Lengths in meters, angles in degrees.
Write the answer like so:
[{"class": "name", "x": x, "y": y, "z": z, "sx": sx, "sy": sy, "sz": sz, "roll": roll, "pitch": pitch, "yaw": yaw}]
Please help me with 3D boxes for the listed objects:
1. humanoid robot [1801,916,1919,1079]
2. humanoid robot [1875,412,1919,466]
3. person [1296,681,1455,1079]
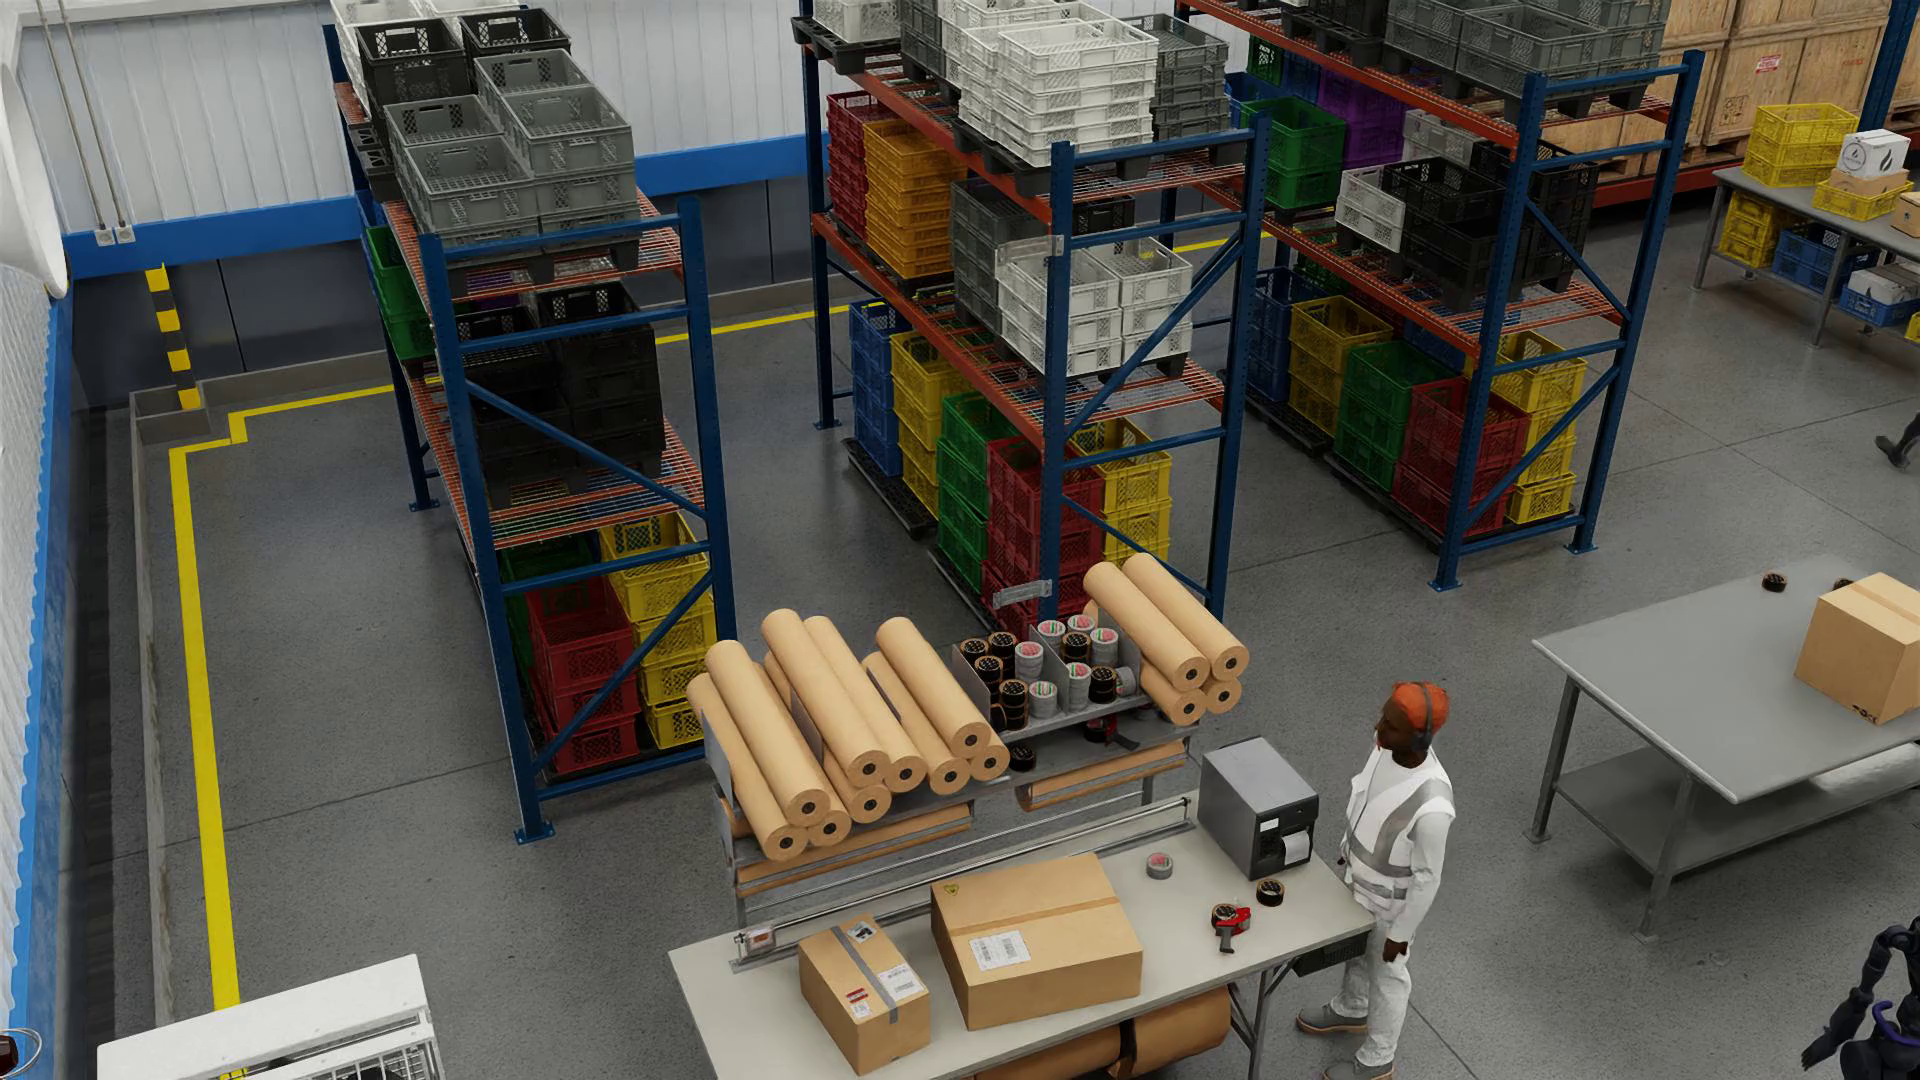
[{"class": "humanoid robot", "x": 3.288, "y": 1.750, "z": 5.770, "sx": 0.605, "sy": 1.660, "sz": 0.316, "roll": -1, "pitch": 32, "yaw": -1}, {"class": "humanoid robot", "x": 6.341, "y": -1.111, "z": 10.461, "sx": 0.579, "sy": 1.624, "sz": 0.736, "roll": -6, "pitch": 32, "yaw": -9}, {"class": "person", "x": 1.597, "y": 1.306, "z": 6.309, "sx": 0.353, "sy": 1.884, "sz": 0.573, "roll": -4, "pitch": 32, "yaw": -7}]
